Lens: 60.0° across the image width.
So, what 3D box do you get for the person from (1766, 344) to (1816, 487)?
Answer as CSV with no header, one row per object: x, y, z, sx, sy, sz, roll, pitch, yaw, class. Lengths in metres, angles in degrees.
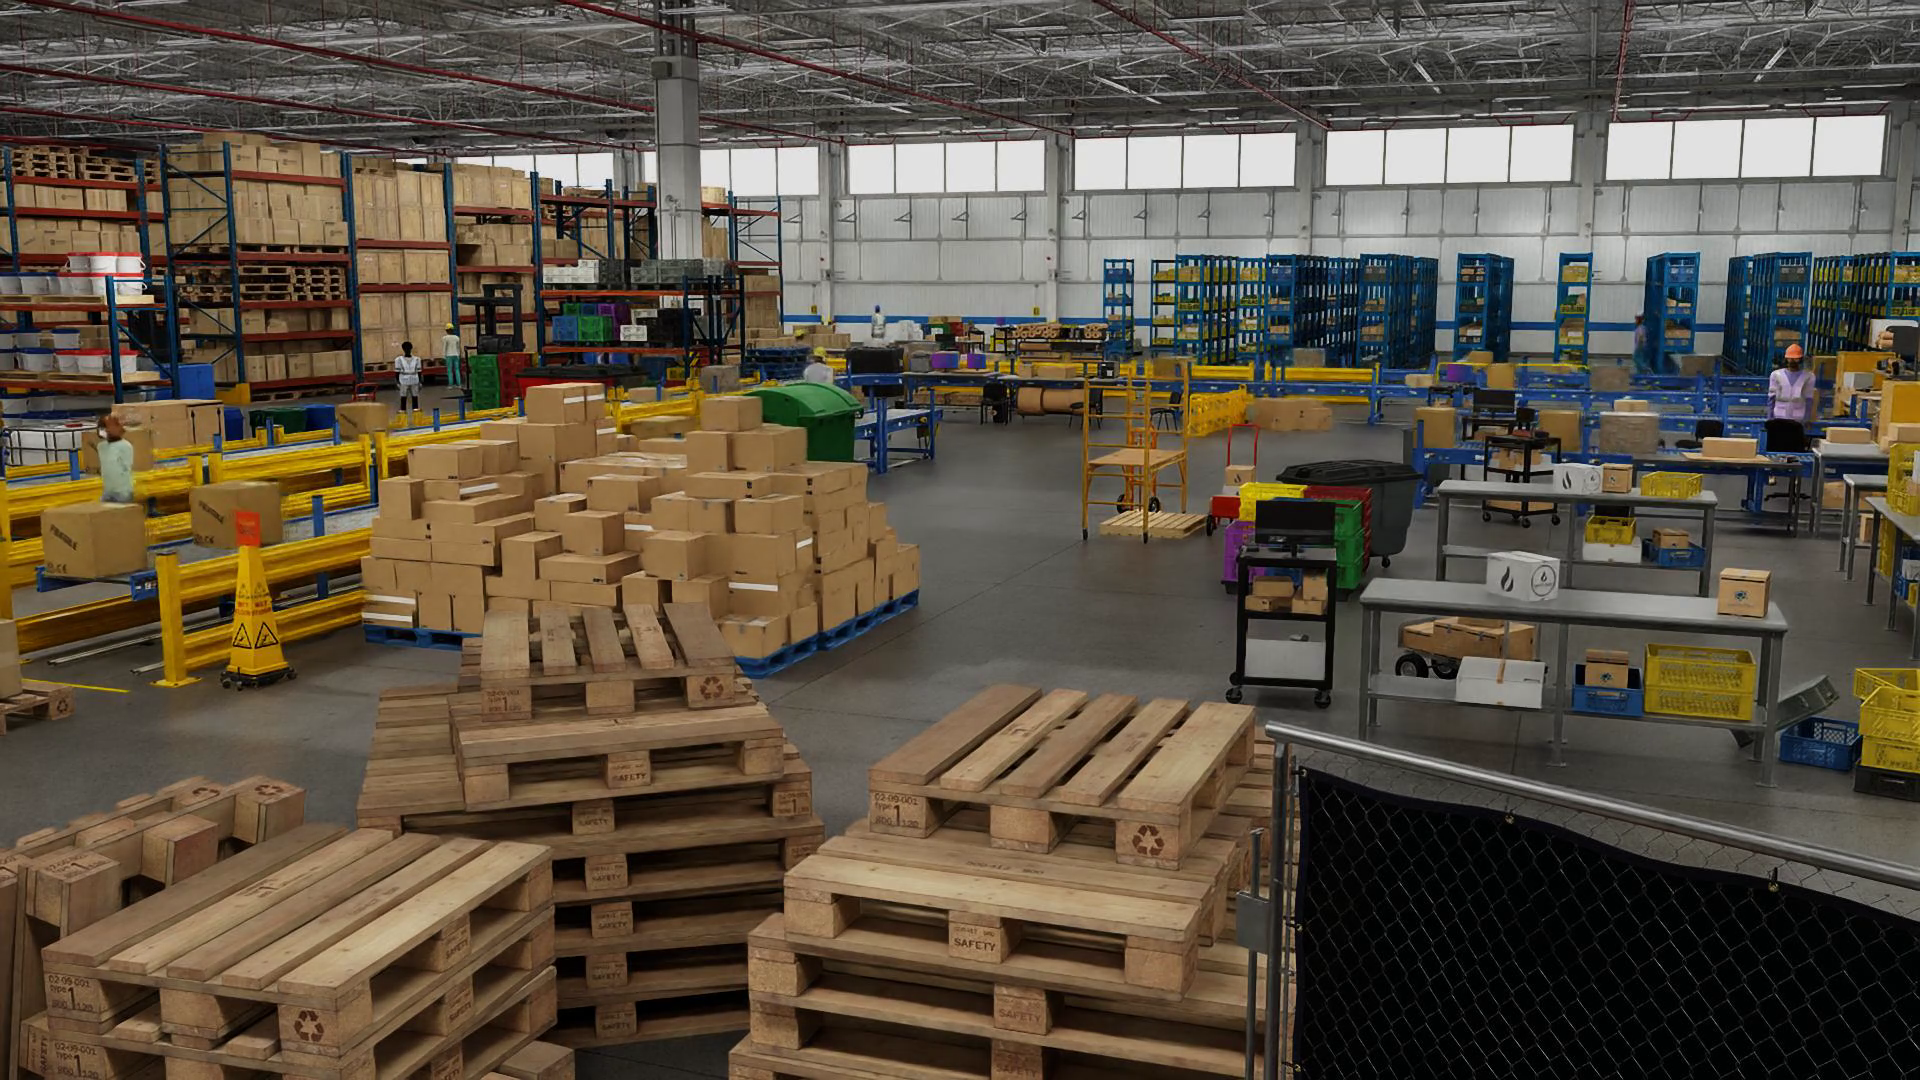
11.925,-1.783,23.906,0.607,2.044,0.371,4,10,25,person

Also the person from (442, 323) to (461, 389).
-13.548,-4.883,44.267,0.339,1.757,0.518,6,11,34,person

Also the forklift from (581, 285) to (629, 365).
-10.322,-6.211,49.086,1.129,2.768,1.873,3,10,20,forklift

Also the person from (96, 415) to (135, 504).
-8.660,-0.470,17.012,0.503,1.615,0.500,4,10,22,person

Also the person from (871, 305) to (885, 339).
-3.053,-7.708,61.456,0.648,1.922,0.655,-7,11,-36,person

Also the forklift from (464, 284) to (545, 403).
-10.832,-4.702,39.610,1.129,2.768,1.873,3,10,20,forklift

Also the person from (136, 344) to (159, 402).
-16.650,-3.195,34.054,0.268,1.630,0.507,4,10,24,person

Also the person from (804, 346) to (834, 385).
-2.373,-2.397,28.451,0.624,1.815,0.458,5,10,28,person

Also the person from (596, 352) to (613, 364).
-7.993,-3.908,37.577,0.356,1.938,0.543,3,10,18,person

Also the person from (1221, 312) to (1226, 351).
9.290,-7.194,58.540,0.403,1.834,0.587,-5,10,-30,person

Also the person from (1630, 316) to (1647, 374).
20.289,-5.788,49.726,0.455,1.828,0.593,3,10,20,person

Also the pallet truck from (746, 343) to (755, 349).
-6.183,-4.618,44.264,1.601,1.201,0.680,-9,12,-43,pallet truck

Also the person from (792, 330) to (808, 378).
-3.860,-4.124,39.552,0.884,1.722,0.550,7,11,37,person

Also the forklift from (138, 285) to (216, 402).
-17.480,-4.200,36.461,1.873,2.768,1.129,3,10,19,forklift

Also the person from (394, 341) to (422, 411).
-11.175,-3.174,33.722,0.540,1.696,0.316,-5,11,-30,person
